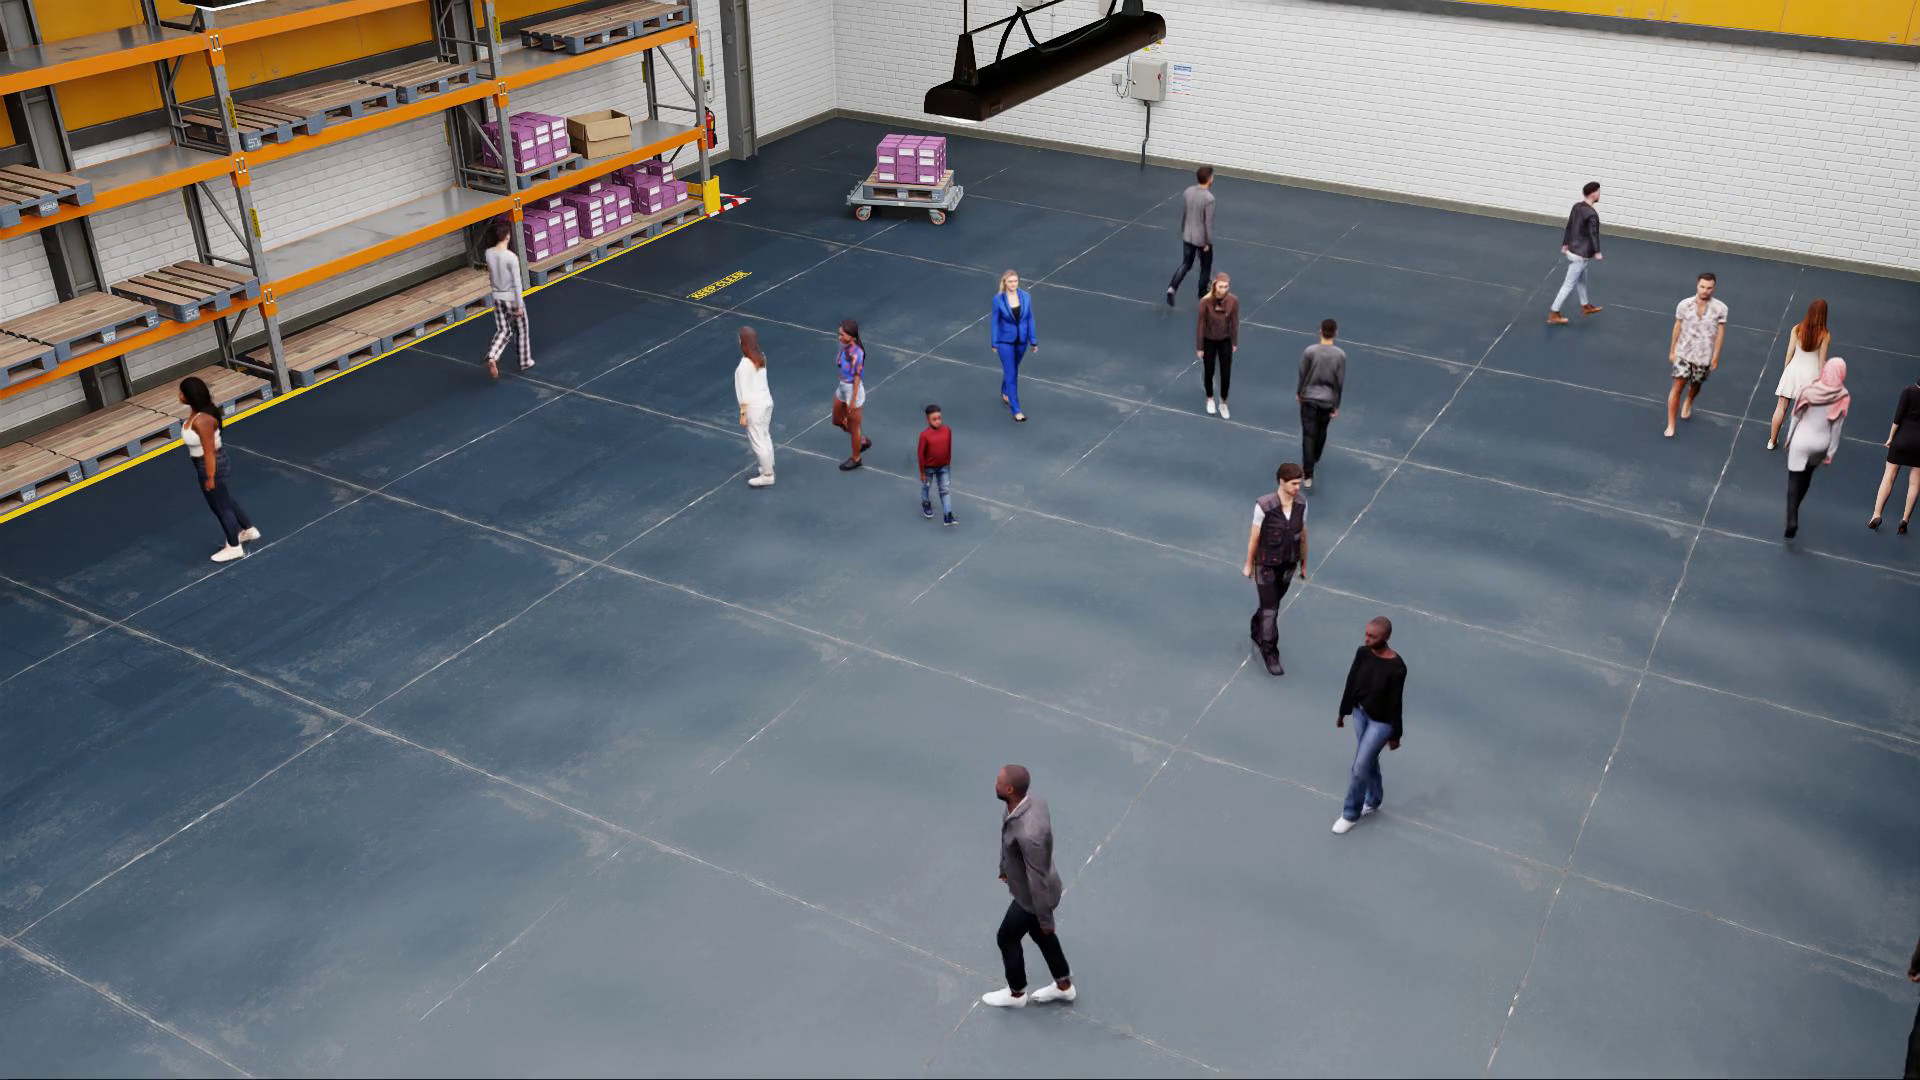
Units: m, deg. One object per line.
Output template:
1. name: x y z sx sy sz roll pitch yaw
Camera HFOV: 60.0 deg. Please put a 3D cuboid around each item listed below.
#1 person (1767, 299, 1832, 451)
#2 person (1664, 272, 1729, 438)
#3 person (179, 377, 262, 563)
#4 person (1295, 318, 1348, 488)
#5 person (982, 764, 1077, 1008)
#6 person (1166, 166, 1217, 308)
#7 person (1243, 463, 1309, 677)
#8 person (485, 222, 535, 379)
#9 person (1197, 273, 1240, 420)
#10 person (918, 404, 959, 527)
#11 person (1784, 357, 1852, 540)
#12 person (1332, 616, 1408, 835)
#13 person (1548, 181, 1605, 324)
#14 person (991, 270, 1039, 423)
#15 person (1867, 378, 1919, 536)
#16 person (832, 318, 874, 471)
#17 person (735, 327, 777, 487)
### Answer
1. person: 8.892 -1.733 17.577 0.592 1.712 0.578 22 36 35
2. person: 8.005 -2.072 18.112 0.767 1.794 1.141 11 31 20
3. person: -6.952 -0.685 15.556 0.873 1.806 0.819 -12 31 -22
4. person: 3.625 -1.364 16.890 0.905 1.723 1.217 4 29 8
5. person: 0.533 2.199 10.305 0.982 1.773 0.930 -2 29 -3
6. person: 2.988 -3.849 21.308 1.133 1.853 0.866 -25 38 -38
7. person: 2.610 0.145 14.015 1.046 1.826 1.072 -10 30 -18
8. person: -5.313 -2.756 19.334 0.713 1.826 1.030 12 31 21
9. person: 2.833 -2.209 18.481 0.762 1.681 0.800 1 29 1
10. person: -0.273 -0.761 16.301 0.866 1.228 0.884 -10 30 -18
11. person: 8.128 -0.853 15.902 0.732 1.771 1.193 11 30 19
12. person: 3.052 1.284 12.027 0.919 1.731 0.810 -17 33 -28
13. person: 7.673 -3.568 20.839 1.067 1.810 1.073 -2 29 -4
14. person: 0.555 -2.202 18.496 1.141 1.655 1.115 -11 31 -20
15. person: 9.124 -0.897 15.946 0.607 1.806 0.510 12 31 21
16. person: -1.039 -1.506 17.148 0.839 1.724 0.798 -12 31 -21
17. person: -2.058 -1.357 16.927 0.747 1.674 0.548 6 29 11
